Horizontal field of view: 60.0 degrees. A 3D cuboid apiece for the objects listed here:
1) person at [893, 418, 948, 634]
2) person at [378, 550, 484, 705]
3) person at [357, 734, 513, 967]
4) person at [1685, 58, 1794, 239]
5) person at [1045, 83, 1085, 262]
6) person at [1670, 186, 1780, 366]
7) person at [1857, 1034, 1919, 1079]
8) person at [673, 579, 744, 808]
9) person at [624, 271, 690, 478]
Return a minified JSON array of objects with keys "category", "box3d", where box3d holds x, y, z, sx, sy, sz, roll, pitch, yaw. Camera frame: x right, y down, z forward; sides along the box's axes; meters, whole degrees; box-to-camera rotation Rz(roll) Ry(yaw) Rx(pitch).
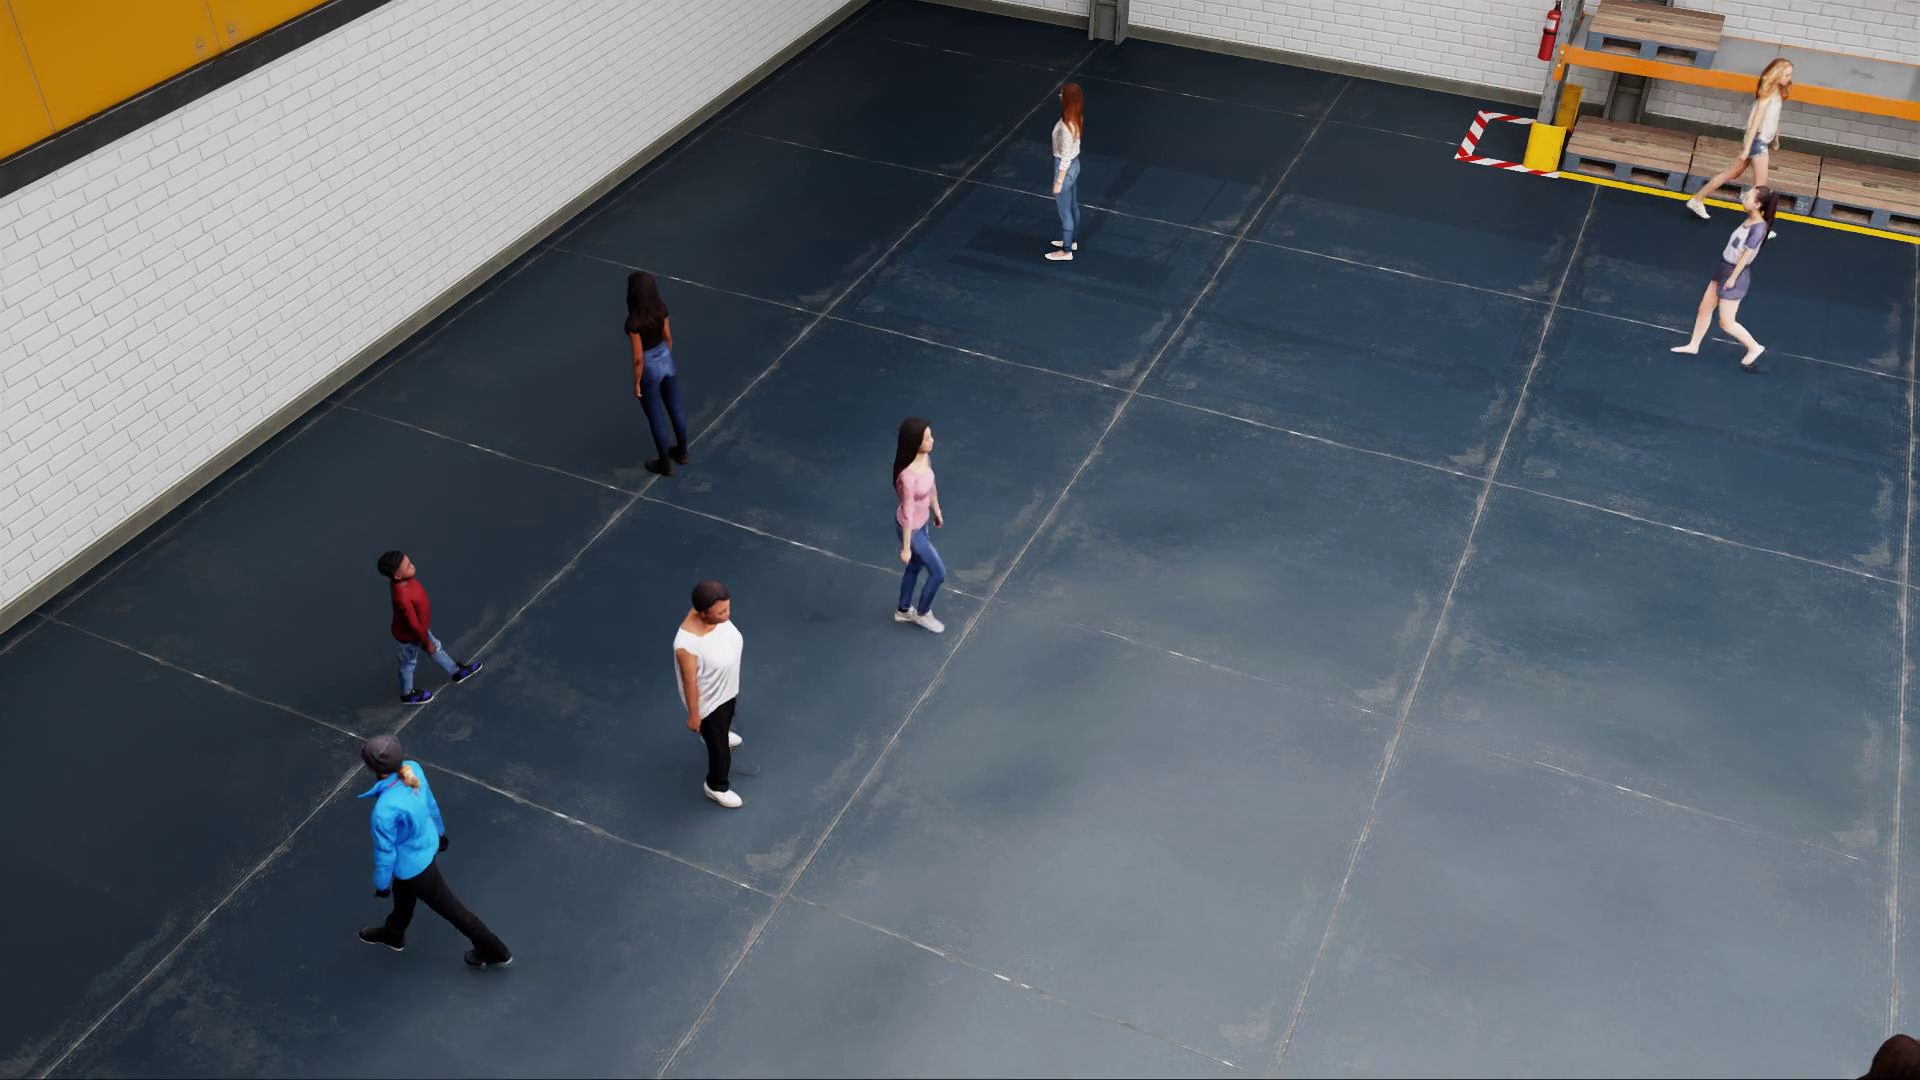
[{"category":"person","box3d":[-0.378,-0.098,11.291,0.690,1.731,0.658,9,39,11]},{"category":"person","box3d":[-3.638,0.592,10.823,0.862,1.237,0.787,-11,40,-13]},{"category":"person","box3d":[-2.841,1.753,8.962,1.218,1.745,0.862,5,39,6]},{"category":"person","box3d":[7.504,-3.783,15.911,1.155,1.723,0.705,23,44,26]},{"category":"person","box3d":[1.001,-3.429,15.465,0.543,1.728,0.601,11,40,14]},{"category":"person","box3d":[6.586,-2.181,13.984,0.994,1.625,0.730,8,39,10]},{"category":"person","box3d":[4.111,2.816,7.713,0.643,1.642,0.678,-18,42,-21]},{"category":"person","box3d":[-1.492,0.880,10.106,0.762,1.681,0.863,10,40,13]},{"category":"person","box3d":[-2.334,-1.276,12.760,0.601,1.738,0.615,26,45,28]}]
